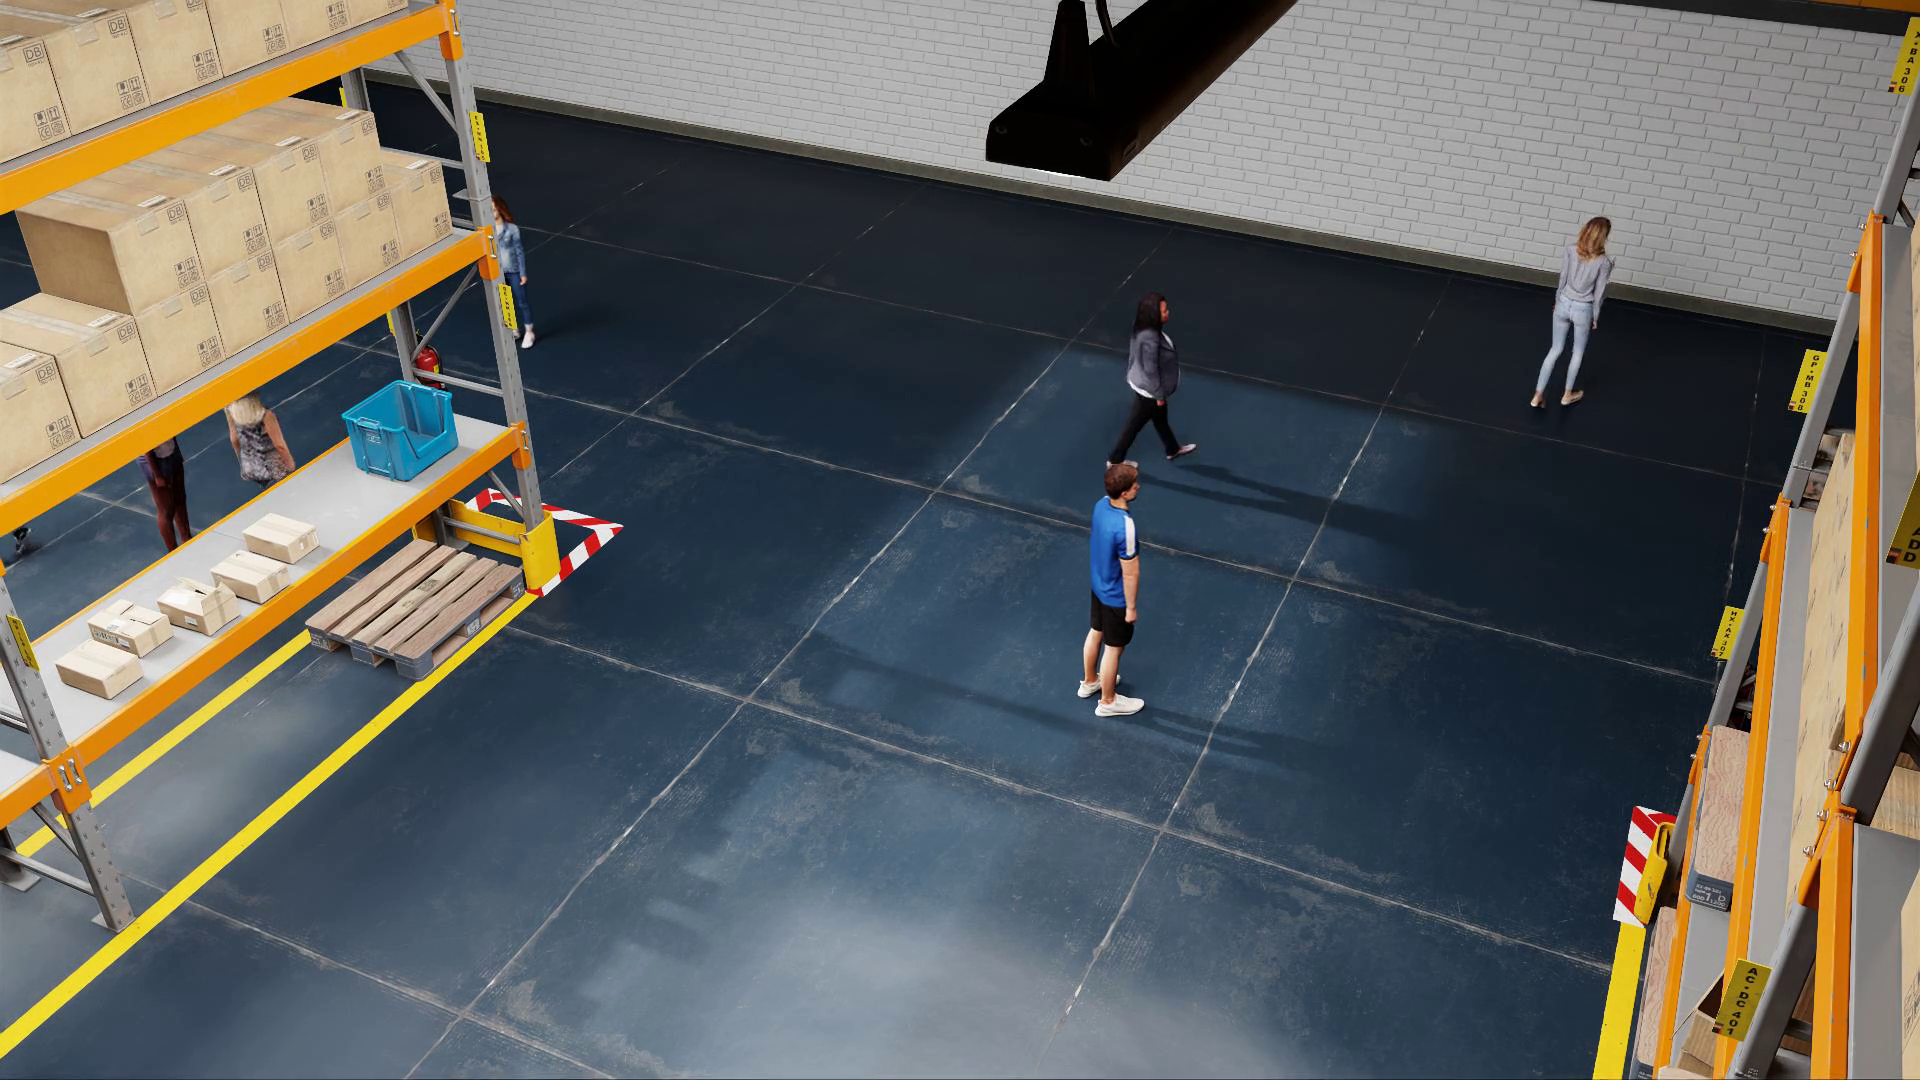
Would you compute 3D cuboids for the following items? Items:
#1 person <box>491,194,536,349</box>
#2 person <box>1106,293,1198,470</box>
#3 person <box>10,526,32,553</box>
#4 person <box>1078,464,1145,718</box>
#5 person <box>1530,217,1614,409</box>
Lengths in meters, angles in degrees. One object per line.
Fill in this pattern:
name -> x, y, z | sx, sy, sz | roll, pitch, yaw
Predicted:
person -> -4.208, -2.515, 15.481 | 0.612, 1.475, 0.575 | 7, 34, 10
person -> 1.454, -1.247, 13.495 | 1.019, 1.561, 1.068 | -1, 34, -2
person -> -7.373, -0.340, 12.450 | 0.881, 1.208, 0.727 | -24, 40, -31
person -> 0.997, 0.309, 10.879 | 0.795, 1.866, 0.742 | -13, 36, -19
person -> 5.327, -1.964, 14.357 | 0.806, 1.801, 0.961 | 25, 41, 32
